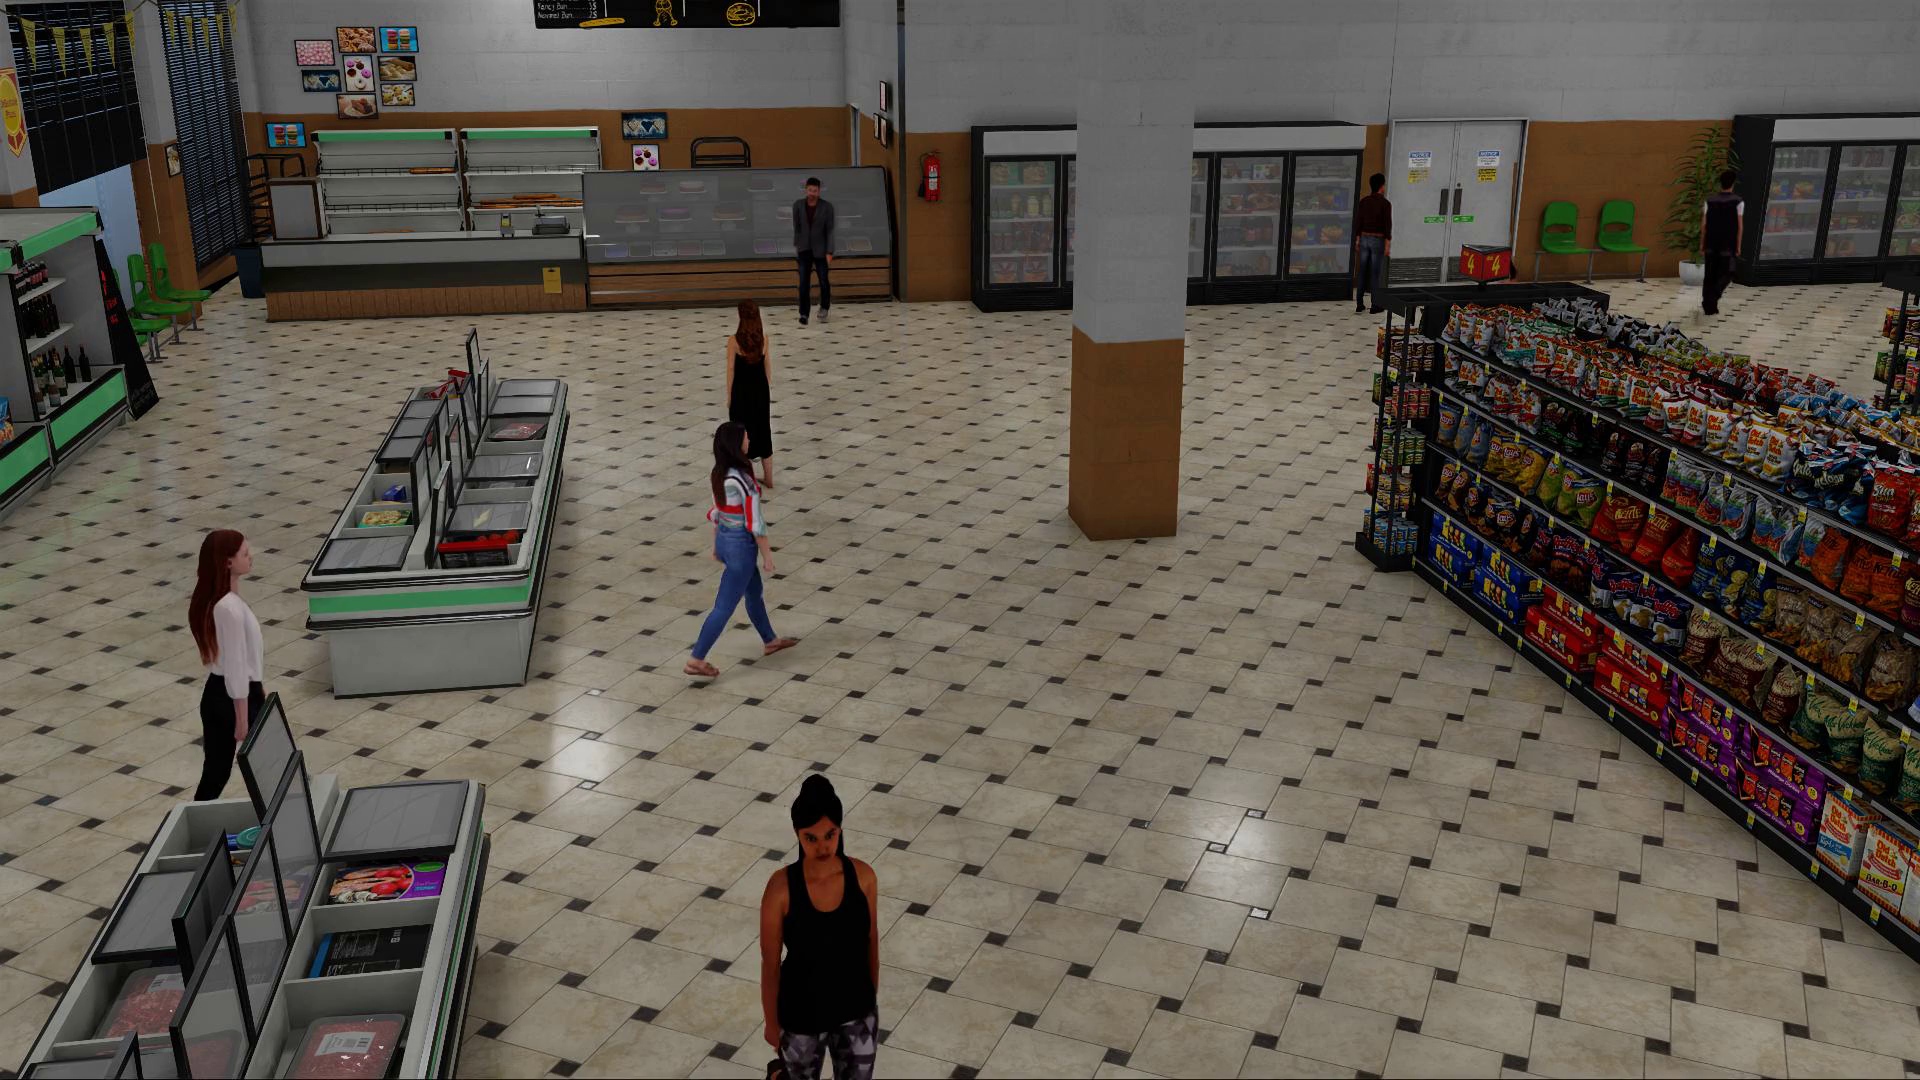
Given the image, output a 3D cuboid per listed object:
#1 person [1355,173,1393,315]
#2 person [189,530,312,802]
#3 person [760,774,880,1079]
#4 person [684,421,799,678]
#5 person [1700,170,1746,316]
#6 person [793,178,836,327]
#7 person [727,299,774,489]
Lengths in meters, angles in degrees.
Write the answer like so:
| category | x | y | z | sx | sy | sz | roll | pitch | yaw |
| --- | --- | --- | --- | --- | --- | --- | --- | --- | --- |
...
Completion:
| category | x | y | z | sx | sy | sz | roll | pitch | yaw |
| --- | --- | --- | --- | --- | --- | --- | --- | --- | --- |
| person | 5.321 | -3.830 | 21.460 | 0.671 | 1.781 | 0.768 | 17 | 25 | 40 |
| person | -3.453 | 0.830 | 7.749 | 1.075 | 1.711 | 1.137 | -17 | 25 | -41 |
| person | -0.501 | 1.556 | 5.700 | 0.777 | 1.644 | 1.077 | -9 | 21 | -25 |
| person | -1.431 | 0.093 | 10.149 | 1.022 | 1.573 | 1.121 | -14 | 23 | -36 |
| person | 9.631 | -3.742 | 21.104 | 0.920 | 1.841 | 0.964 | 17 | 25 | 40 |
| person | -1.814 | -3.581 | 20.709 | 0.929 | 1.788 | 1.290 | 2 | 19 | 7 |
| person | -1.759 | -1.214 | 13.948 | 0.652 | 1.623 | 0.684 | -13 | 23 | -34 |
